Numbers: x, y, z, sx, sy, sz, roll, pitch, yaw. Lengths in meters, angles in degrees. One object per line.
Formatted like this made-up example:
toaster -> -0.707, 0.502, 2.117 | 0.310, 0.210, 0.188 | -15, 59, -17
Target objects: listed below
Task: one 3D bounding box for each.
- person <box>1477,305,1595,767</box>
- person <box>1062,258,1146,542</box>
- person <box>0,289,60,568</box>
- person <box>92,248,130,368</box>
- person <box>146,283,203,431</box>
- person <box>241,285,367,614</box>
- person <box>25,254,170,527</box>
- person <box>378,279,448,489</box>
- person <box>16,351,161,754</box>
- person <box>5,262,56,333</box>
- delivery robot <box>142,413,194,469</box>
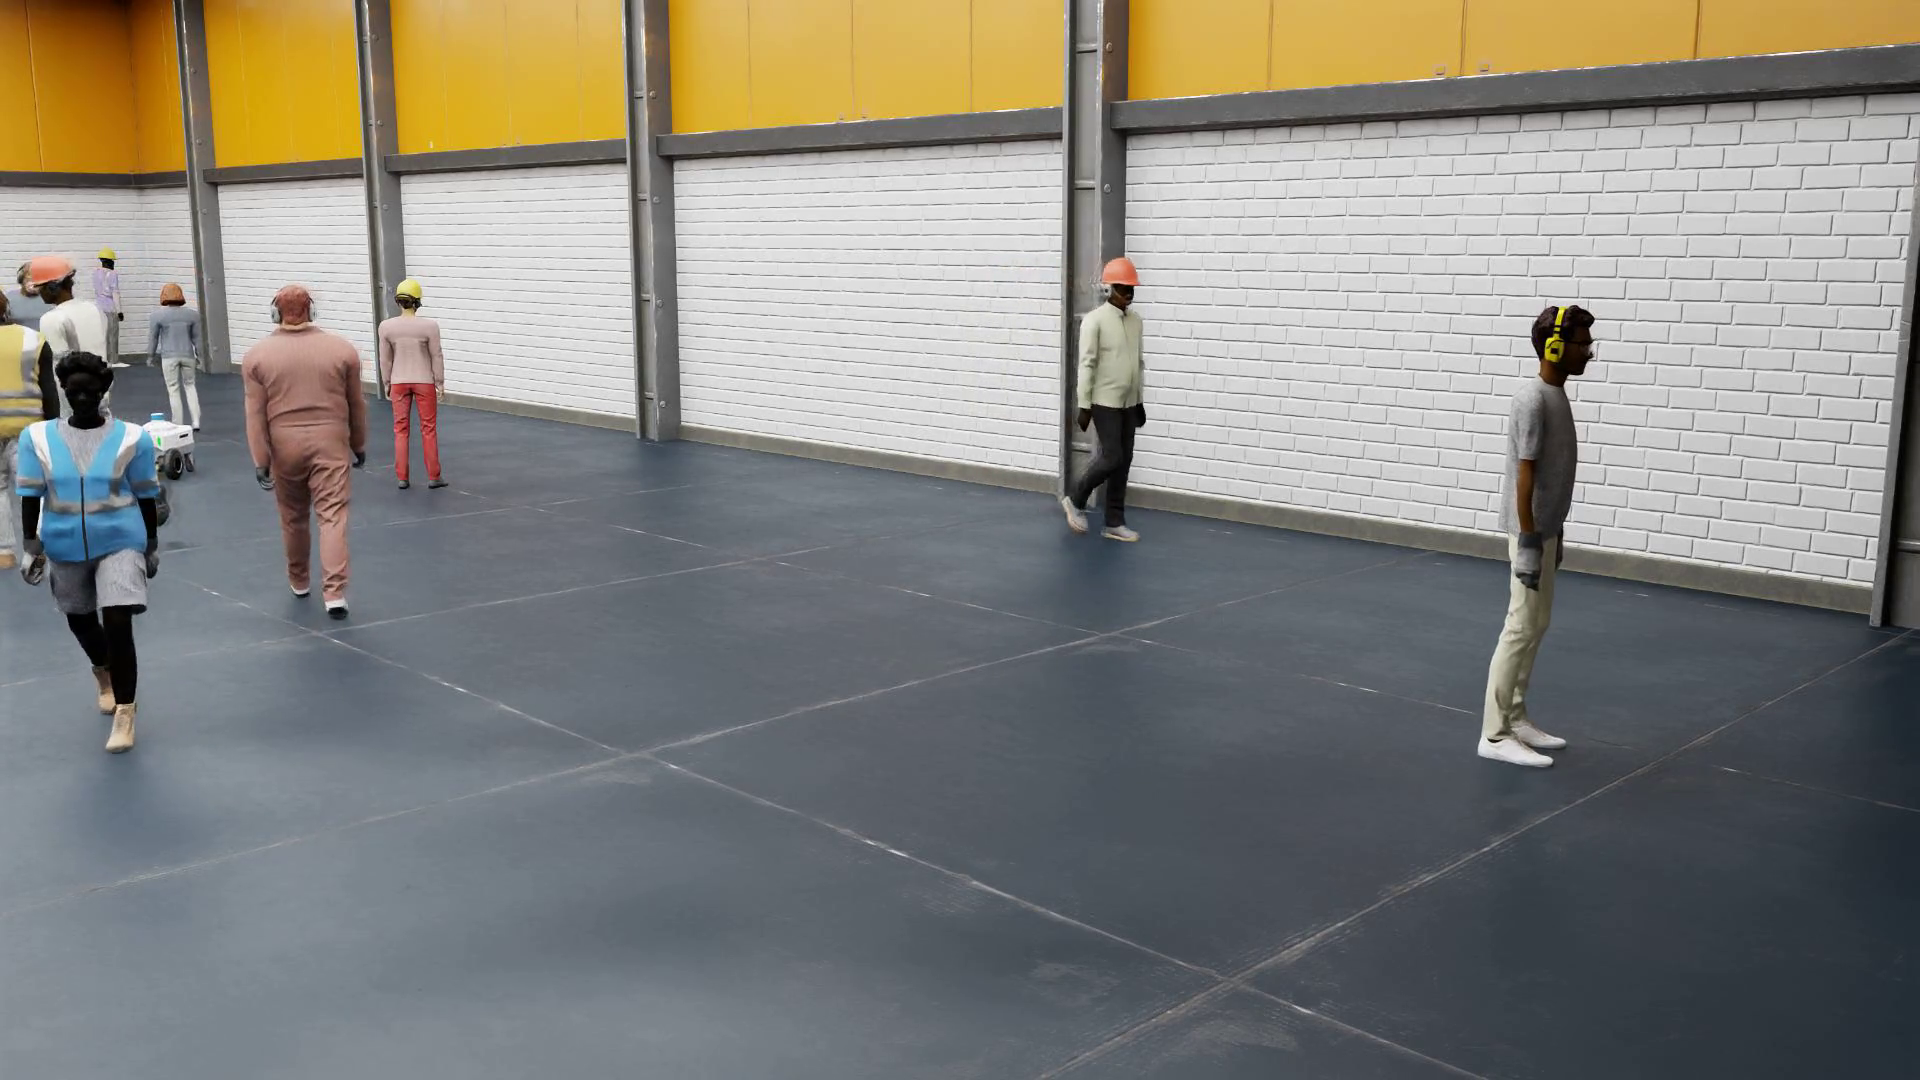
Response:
person -> 2.337, -0.013, 6.744 | 0.326, 1.852, 0.515 | 7, 12, 32
person -> 1.051, -0.969, 11.604 | 0.499, 1.980, 0.615 | 9, 14, 40
person -> -6.042, -0.694, 10.524 | 0.633, 1.827, 0.702 | -6, 12, -28
person -> -13.745, -3.743, 26.896 | 0.586, 1.921, 0.388 | 7, 13, 34
person -> -8.439, -1.948, 17.897 | 0.519, 1.626, 0.354 | -10, 14, -43
person -> -3.725, -0.526, 9.519 | 0.637, 1.858, 0.998 | -4, 11, -20
person -> -5.997, -0.967, 11.510 | 0.816, 2.006, 0.654 | 2, 11, 12
person -> -4.600, -1.305, 14.011 | 0.530, 1.768, 0.312 | -1, 10, -3
person -> -3.682, 0.013, 7.102 | 0.529, 1.666, 0.813 | -3, 11, -15
person -> -8.703, -1.674, 15.694 | 0.655, 1.875, 1.039 | -4, 11, -22
delivery robot -> -7.093, -0.878, 14.731 | 0.477, 0.478, 0.707 | 0, 10, -2
